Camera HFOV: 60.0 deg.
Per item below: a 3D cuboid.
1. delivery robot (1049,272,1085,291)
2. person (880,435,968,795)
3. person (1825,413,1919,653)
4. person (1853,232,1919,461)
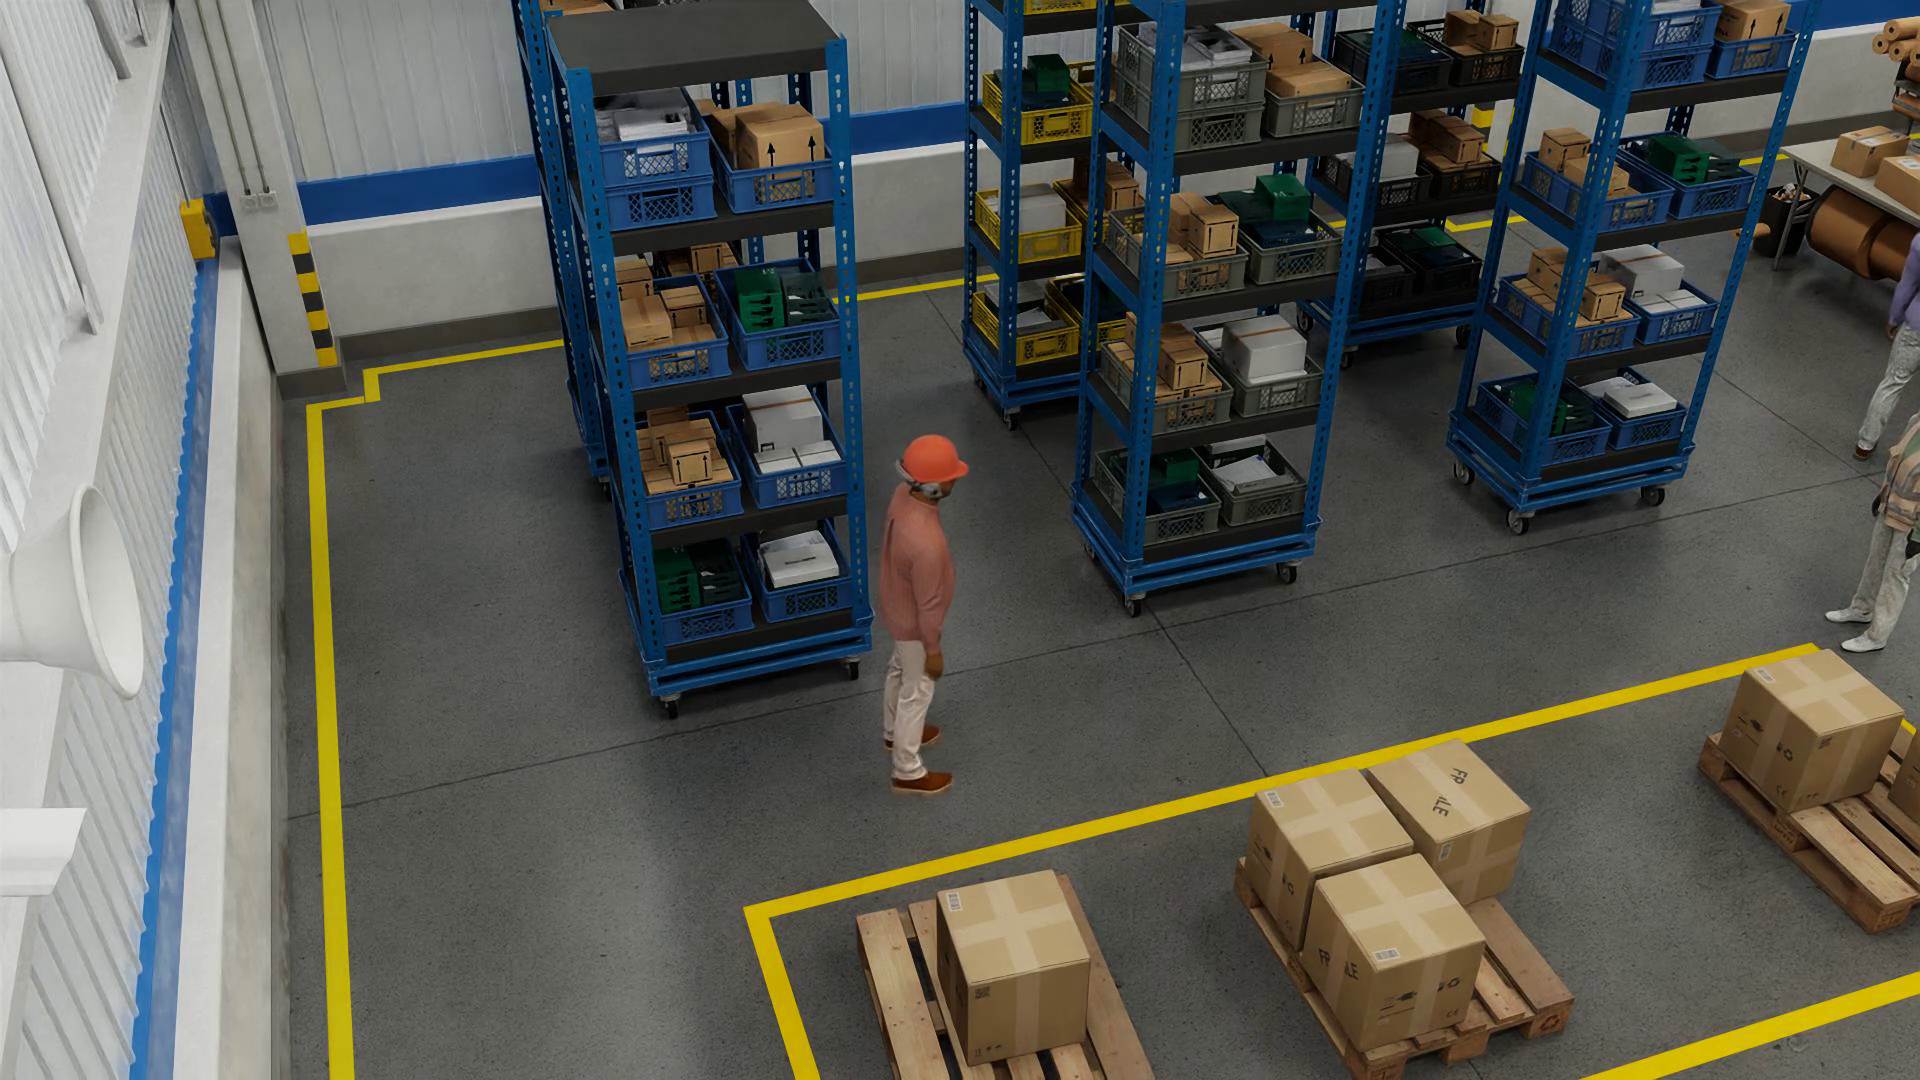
[{"bbox_3d":[1.025,-1.959,12.482,0.707,0.478,0.477,1,35,3],"label":"delivery robot"},{"bbox_3d":[-0.174,0.357,8.054,0.413,1.986,0.629,-6,36,-8],"label":"person"},{"bbox_3d":[5.126,-0.118,9.027,0.313,1.634,0.514,2,35,3],"label":"person"},{"bbox_3d":[6.158,-1.317,10.476,0.624,1.930,0.378,27,43,32],"label":"person"}]
